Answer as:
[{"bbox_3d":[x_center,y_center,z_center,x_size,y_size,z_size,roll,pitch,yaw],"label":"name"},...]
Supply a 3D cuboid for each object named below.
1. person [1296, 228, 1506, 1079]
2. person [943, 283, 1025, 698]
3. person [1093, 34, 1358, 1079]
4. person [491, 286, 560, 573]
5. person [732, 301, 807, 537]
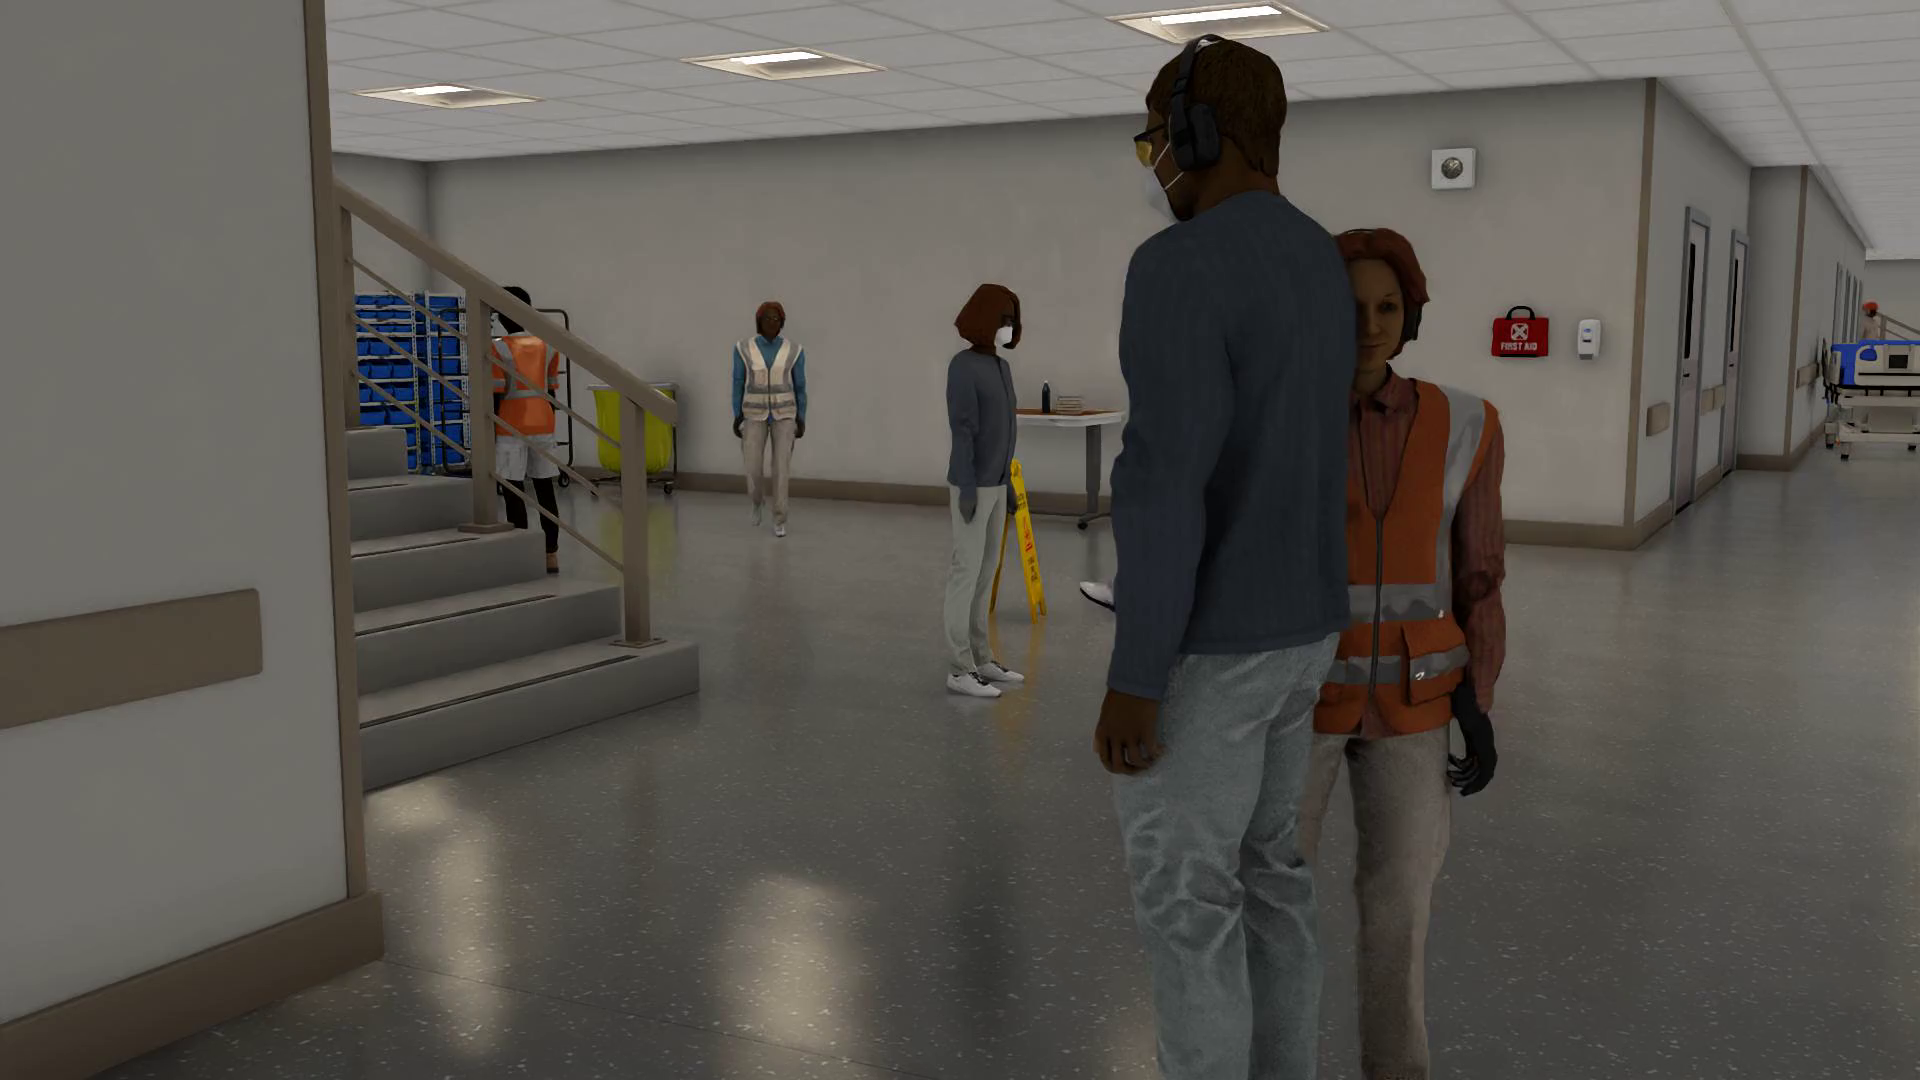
[{"bbox_3d":[0.656,0.299,2.828,0.516,1.630,0.314,0,7,-3],"label":"person"},{"bbox_3d":[0.100,-0.201,6.654,0.279,1.633,0.497,3,8,22],"label":"person"},{"bbox_3d":[0.423,0.174,2.672,0.391,1.928,0.636,5,9,33],"label":"person"},{"bbox_3d":[-2.550,-0.622,9.661,0.321,1.694,0.529,5,9,36],"label":"person"},{"bbox_3d":[-1.319,-0.838,11.554,0.527,1.630,0.411,-1,7,-7],"label":"person"}]
